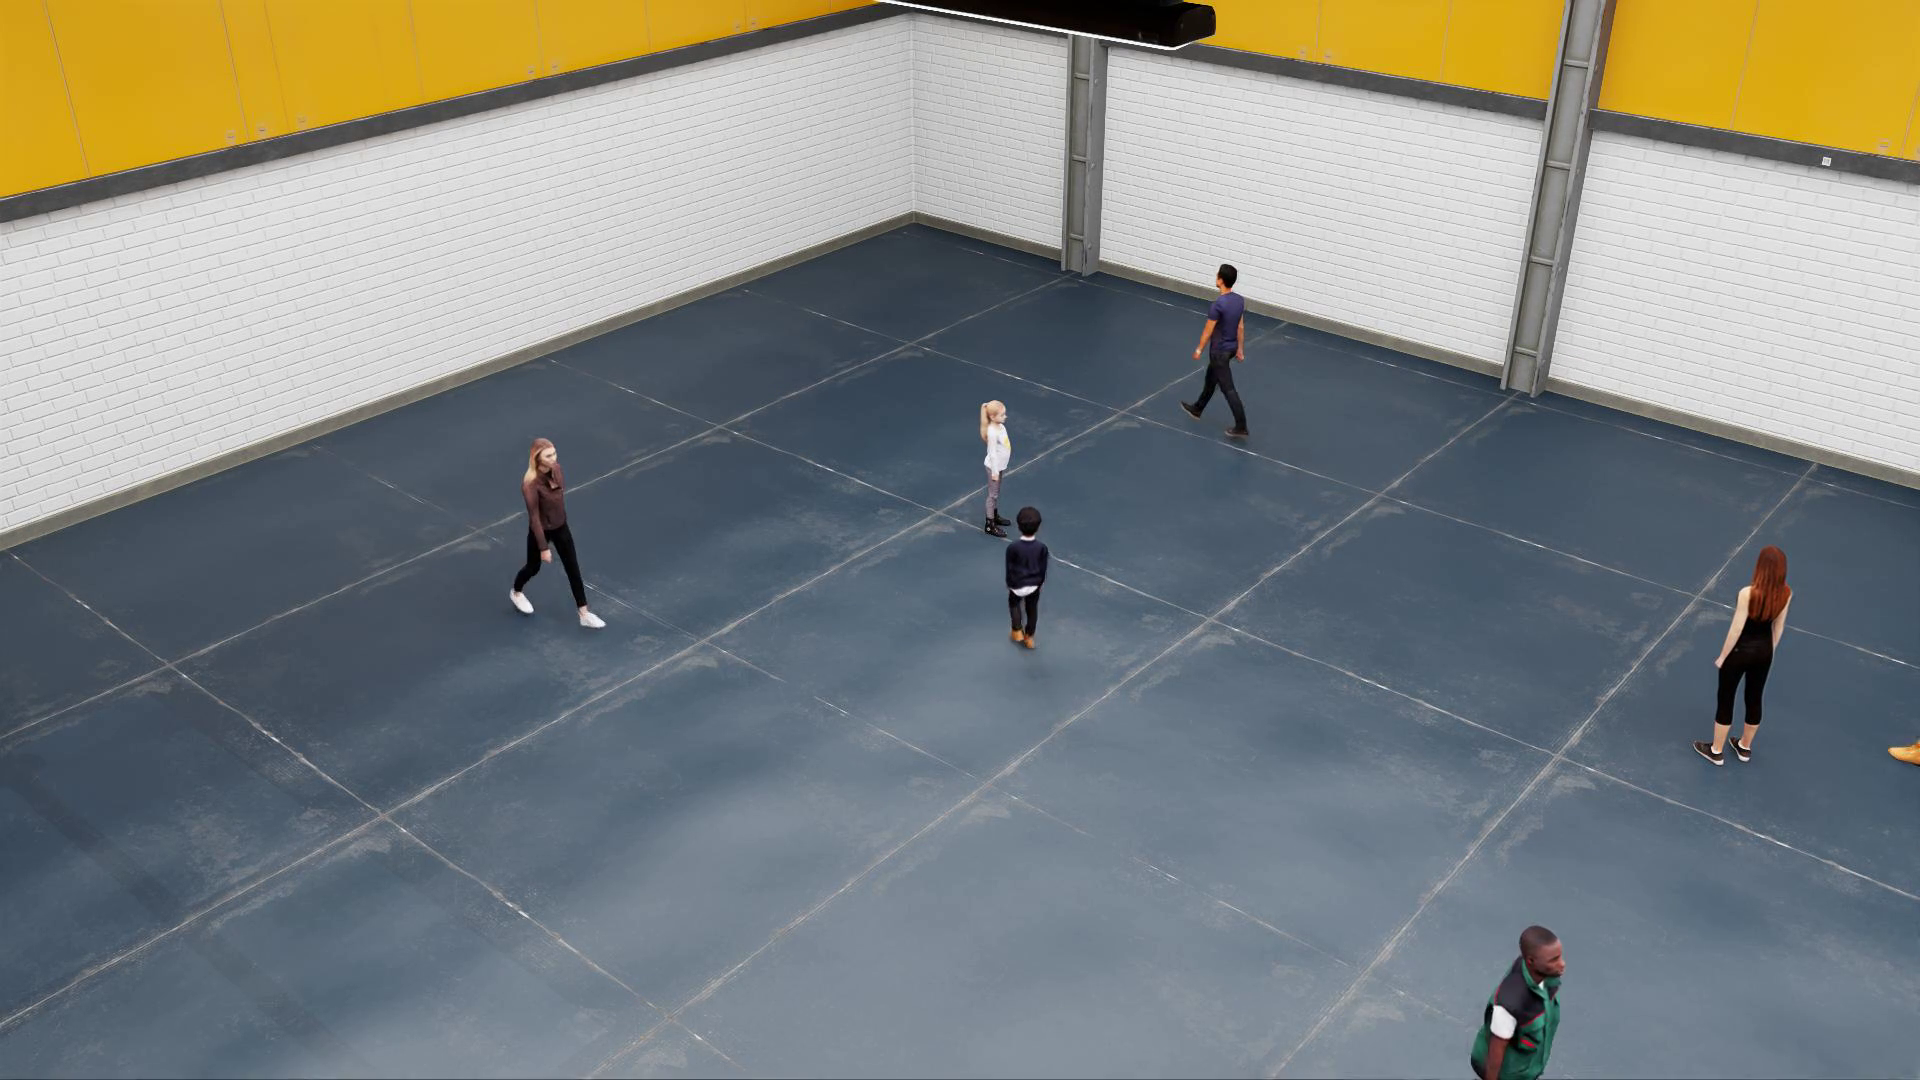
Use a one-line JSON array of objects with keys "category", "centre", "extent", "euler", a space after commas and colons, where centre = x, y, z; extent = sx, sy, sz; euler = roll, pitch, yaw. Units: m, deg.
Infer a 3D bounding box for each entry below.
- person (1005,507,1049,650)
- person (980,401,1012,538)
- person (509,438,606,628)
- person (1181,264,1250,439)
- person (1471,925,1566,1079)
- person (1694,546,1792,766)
[{"category": "person", "centre": [0.539, 0.334, 13.250], "extent": [0.592, 1.217, 0.639], "euler": [-5, 29, -10]}, {"category": "person", "centre": [0.314, -0.669, 15.025], "extent": [0.611, 1.279, 0.574], "euler": [6, 29, 10]}, {"category": "person", "centre": [-3.420, -0.063, 13.514], "extent": [1.212, 1.663, 0.770], "euler": [15, 32, 26]}, {"category": "person", "centre": [2.701, -1.851, 16.704], "extent": [1.132, 1.746, 0.646], "euler": [23, 36, 36]}, {"category": "person", "centre": [2.714, 2.620, 8.426], "extent": [0.977, 1.824, 0.705], "euler": [20, 35, 32]}, {"category": "person", "centre": [5.609, 0.817, 11.834], "extent": [0.653, 1.725, 0.699], "euler": [-4, 29, -8]}]
